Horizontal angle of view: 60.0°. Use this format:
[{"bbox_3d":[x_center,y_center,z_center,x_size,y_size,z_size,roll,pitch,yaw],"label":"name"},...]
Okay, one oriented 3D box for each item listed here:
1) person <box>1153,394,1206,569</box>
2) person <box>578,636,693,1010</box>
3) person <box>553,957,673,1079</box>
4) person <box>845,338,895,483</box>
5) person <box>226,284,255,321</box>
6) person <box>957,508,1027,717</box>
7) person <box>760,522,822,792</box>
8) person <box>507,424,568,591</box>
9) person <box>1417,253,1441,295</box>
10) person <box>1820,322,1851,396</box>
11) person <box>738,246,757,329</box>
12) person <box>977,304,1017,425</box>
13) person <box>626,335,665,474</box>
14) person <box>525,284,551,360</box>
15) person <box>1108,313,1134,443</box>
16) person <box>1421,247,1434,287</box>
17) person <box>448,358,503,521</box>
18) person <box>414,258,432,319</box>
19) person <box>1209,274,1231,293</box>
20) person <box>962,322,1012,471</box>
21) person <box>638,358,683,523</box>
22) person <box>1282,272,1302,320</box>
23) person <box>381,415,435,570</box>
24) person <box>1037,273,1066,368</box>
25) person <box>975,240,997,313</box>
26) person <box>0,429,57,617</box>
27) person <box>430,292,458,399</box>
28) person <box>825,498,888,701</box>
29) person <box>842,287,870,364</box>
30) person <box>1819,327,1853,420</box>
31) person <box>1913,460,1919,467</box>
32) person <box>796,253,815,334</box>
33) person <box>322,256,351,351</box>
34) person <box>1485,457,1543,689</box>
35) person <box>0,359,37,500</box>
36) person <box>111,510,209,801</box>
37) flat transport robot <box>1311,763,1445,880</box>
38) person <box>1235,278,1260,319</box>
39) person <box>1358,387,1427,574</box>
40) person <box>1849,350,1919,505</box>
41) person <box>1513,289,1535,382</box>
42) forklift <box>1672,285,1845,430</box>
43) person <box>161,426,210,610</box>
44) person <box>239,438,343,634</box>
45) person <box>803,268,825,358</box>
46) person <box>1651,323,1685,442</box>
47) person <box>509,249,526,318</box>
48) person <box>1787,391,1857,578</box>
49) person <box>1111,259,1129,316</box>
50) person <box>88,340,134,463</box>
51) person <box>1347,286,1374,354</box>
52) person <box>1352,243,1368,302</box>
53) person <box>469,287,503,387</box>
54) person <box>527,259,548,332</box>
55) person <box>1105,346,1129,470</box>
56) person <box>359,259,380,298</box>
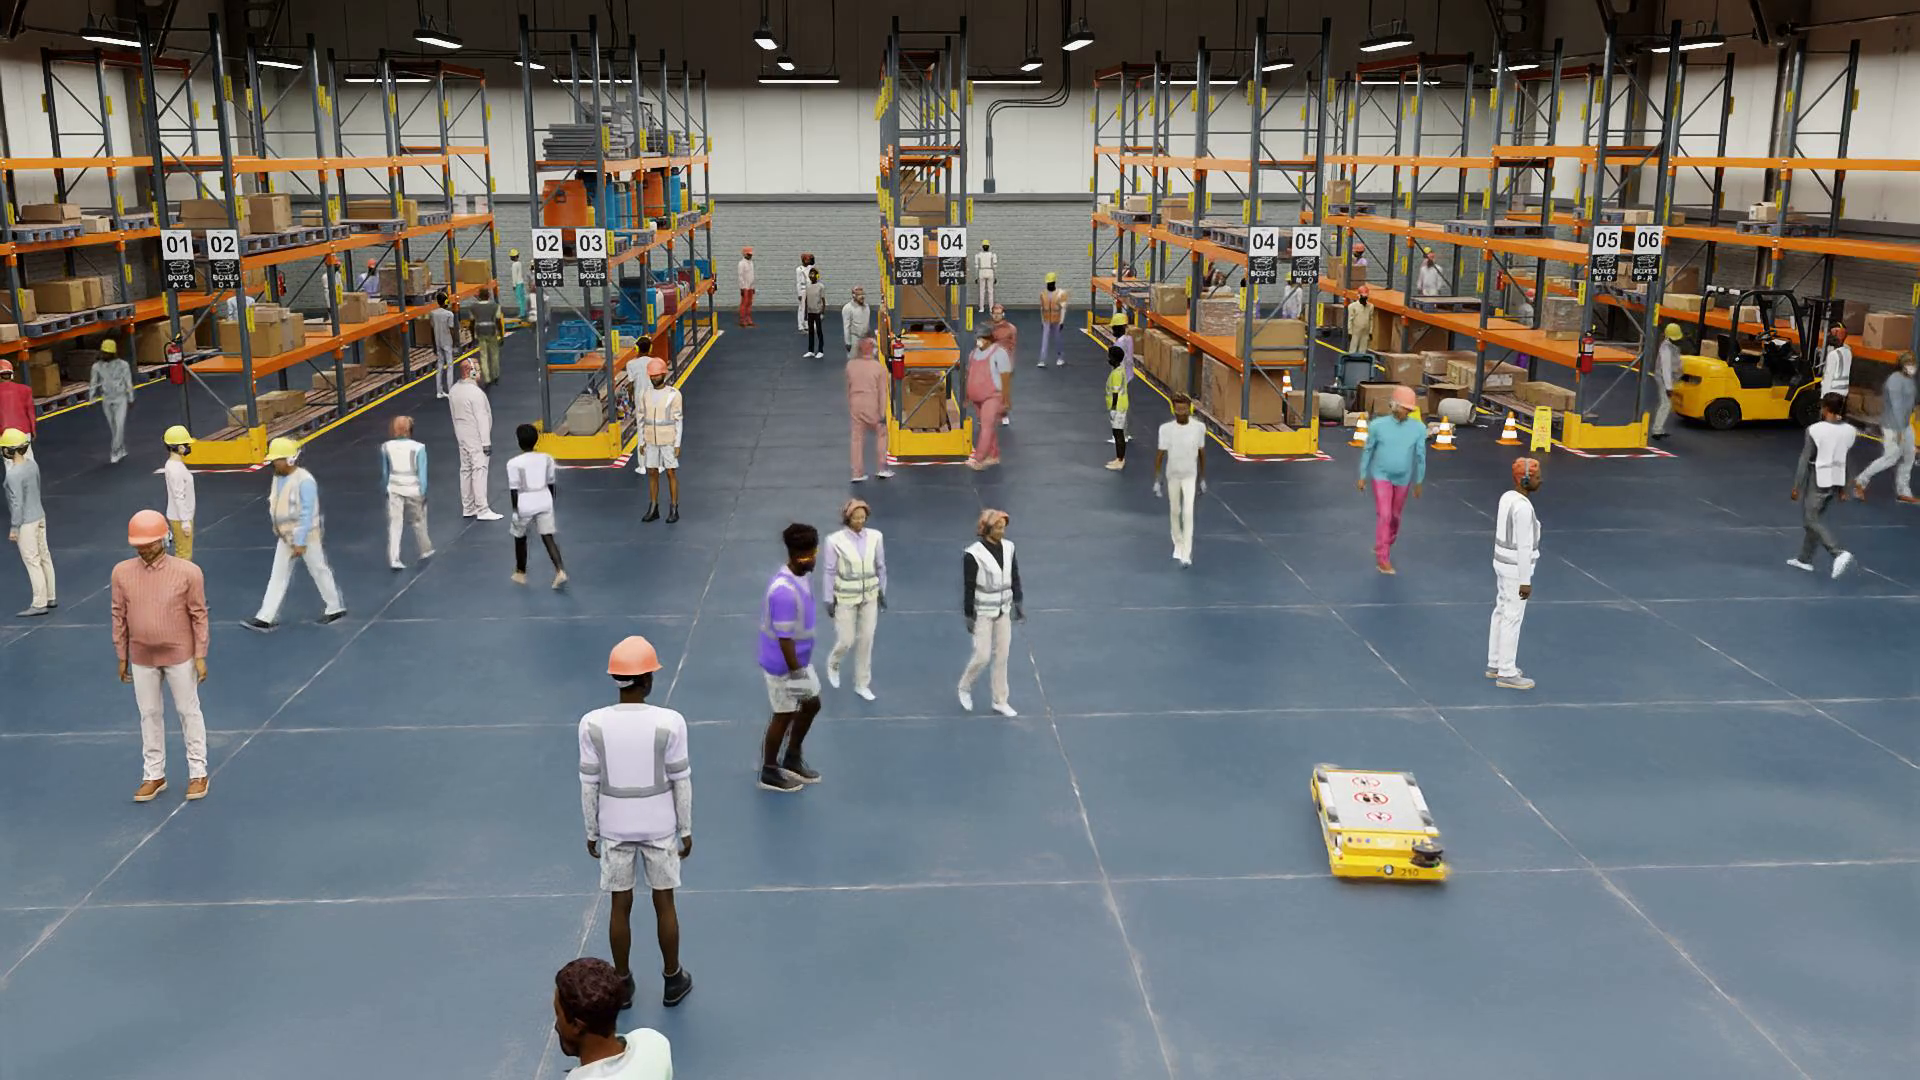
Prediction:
[{"bbox_3d":[2.290,-0.621,17.388,0.543,1.811,1.007,2,13,9],"label":"person"},{"bbox_3d":[-1.628,1.433,8.429,0.548,1.932,0.377,0,13,-2],"label":"person"},{"bbox_3d":[-1.068,2.203,5.200,0.370,1.916,0.597,4,14,17],"label":"person"},{"bbox_3d":[-1.179,-1.715,21.891,0.668,1.880,0.776,6,14,23],"label":"person"},{"bbox_3d":[-14.116,-4.222,32.769,0.330,1.751,0.563,12,18,42],"label":"person"},{"bbox_3d":[0.248,0.558,12.794,0.425,1.624,0.530,13,18,43],"label":"person"},{"bbox_3d":[-1.138,0.799,11.142,0.548,1.918,0.650,2,13,10],"label":"person"},{"bbox_3d":[-4.200,-0.327,16.440,0.534,1.662,0.824,-12,18,-42],"label":"person"},{"bbox_3d":[11.750,-6.323,41.690,0.595,1.735,0.388,12,18,41],"label":"person"},{"bbox_3d":[12.629,-2.215,24.052,0.328,1.862,0.502,-1,13,-6],"label":"person"},{"bbox_3d":[-5.153,-6.145,40.401,0.401,1.989,0.623,5,14,19],"label":"person"},{"bbox_3d":[0.573,-2.765,26.265,0.643,1.911,0.410,2,13,8],"label":"person"},{"bbox_3d":[-4.210,-1.819,22.331,0.514,1.876,0.328,-4,14,-18],"label":"person"},{"bbox_3d":[-8.778,-4.564,34.633,0.527,1.549,0.982,0,13,2],"label":"person"},{"bbox_3d":[2.376,-2.397,24.666,0.382,1.924,0.594,4,14,17],"label":"person"},{"bbox_3d":[12.282,-6.820,43.778,0.349,1.758,0.521,12,18,41],"label":"person"},{"bbox_3d":[-5.698,-1.184,19.568,0.639,1.910,0.406,12,18,42],"label":"person"},{"bbox_3d":[-12.509,-5.627,38.577,0.565,1.819,0.737,-4,14,-17],"label":"person"},{"bbox_3d":[5.663,-4.995,36.300,0.507,1.631,0.276,-2,13,-7],"label":"person"},{"bbox_3d":[0.265,-1.975,22.633,0.943,2.000,0.693,-11,17,-40],"label":"person"},{"bbox_3d":[-3.501,-1.162,19.411,0.545,1.939,0.354,3,14,12],"label":"person"},{"bbox_3d":[7.008,-4.799,35.232,0.358,1.751,0.544,-7,15,-29],"label":"person"},{"bbox_3d":[-5.796,-0.502,17.362,0.524,1.590,0.875,1,13,5],"label":"person"},{"bbox_3d":[1.843,-4.387,33.211,0.588,1.879,0.993,6,14,22],"label":"person"},{"bbox_3d":[0.694,-7.008,44.210,0.585,1.922,0.377,0,13,2],"label":"person"},{"bbox_3d":[-8.746,-0.167,15.562,0.315,1.770,0.524,-1,13,-6],"label":"person"},{"bbox_3d":[-8.994,-3.392,29.031,0.515,1.861,0.321,5,14,22],"label":"person"},{"bbox_3d":[-0.842,0.461,13.200,0.510,1.623,0.419,-8,16,-31],"label":"person"},{"bbox_3d":[-1.793,-3.536,29.534,0.409,1.909,0.641,10,17,38],"label":"person"},{"bbox_3d":[12.193,-2.028,23.226,0.581,1.880,0.366,-11,17,-39],"label":"person"},{"bbox_3d":[13.525,-1.785,22.381,0.510,1.798,0.996,-11,17,-39],"label":"person"},{"bbox_3d":[-3.648,-5.812,39.228,0.358,1.882,0.574,7,15,26],"label":"person"},{"bbox_3d":[-13.454,-5.105,35.885,0.372,2.043,0.615,2,13,10],"label":"person"},{"bbox_3d":[4.513,0.259,13.505,0.340,1.882,0.586,0,13,2],"label":"person"},{"bbox_3d":[-11.799,-1.372,20.695,0.342,1.749,0.569,10,17,37],"label":"person"},{"bbox_3d":[-5.337,0.766,11.123,0.610,1.993,0.380,-1,13,-6],"label":"person"},{"bbox_3d":[2.633,1.764,10.586,0.652,0.197,1.431,1,13,6],"label":"flat transport robot"},{"bbox_3d":[5.362,-3.979,31.400,0.587,1.914,0.390,4,14,15],"label":"person"},{"bbox_3d":[4.505,-0.676,17.367,0.656,1.945,0.912,1,13,4],"label":"person"},{"bbox_3d":[11.488,-1.390,20.442,0.630,1.924,0.667,-12,18,-41],"label":"person"},{"bbox_3d":[10.604,-3.831,31.145,0.384,1.737,0.578,-1,13,-4],"label":"person"},{"bbox_3d":[12.503,-2.886,26.166,2.313,2.155,1.214,-1,13,-3],"label":"forklift"},{"bbox_3d":[-7.329,-0.207,15.732,0.313,1.767,0.533,-6,15,-25],"label":"person"},{"bbox_3d":[-6.030,-0.029,14.943,0.597,1.770,0.957,10,16,35],"label":"person"},{"bbox_3d":[-3.045,-4.735,34.684,0.513,1.877,0.328,7,15,29],"label":"person"},{"bbox_3d":[10.588,-2.357,24.833,0.404,1.789,0.658,7,15,26],"label":"person"},{"bbox_3d":[-11.413,-6.593,42.818,0.345,1.759,0.519,0,13,0],"label":"person"},{"bbox_3d":[8.861,-0.568,16.998,0.603,1.893,0.779,-5,14,-20],"label":"person"},{"bbox_3d":[3.981,-6.115,41.055,0.529,1.628,0.322,2,13,8],"label":"person"},{"bbox_3d":[-11.801,-1.937,23.174,0.546,1.703,0.710,-1,13,-4],"label":"person"},{"bbox_3d":[7.632,-3.962,31.662,0.562,1.753,0.333,-5,14,-20],"label":"person"},{"bbox_3d":[9.709,-6.220,40.619,0.386,2.041,0.608,-2,13,-10],"label":"person"},{"bbox_3d":[-8.743,-3.764,30.743,0.582,1.784,0.982,-3,14,-11],"label":"person"},{"bbox_3d":[-10.049,-5.817,39.548,0.492,1.743,0.295,0,13,-2],"label":"person"},{"bbox_3d":[2.134,-1.799,22.645,0.322,1.689,0.530,2,13,8],"label":"person"},{"bbox_3d":[-13.011,-5.283,36.937,0.573,1.908,0.480,-5,14,-22],"label":"person"}]
